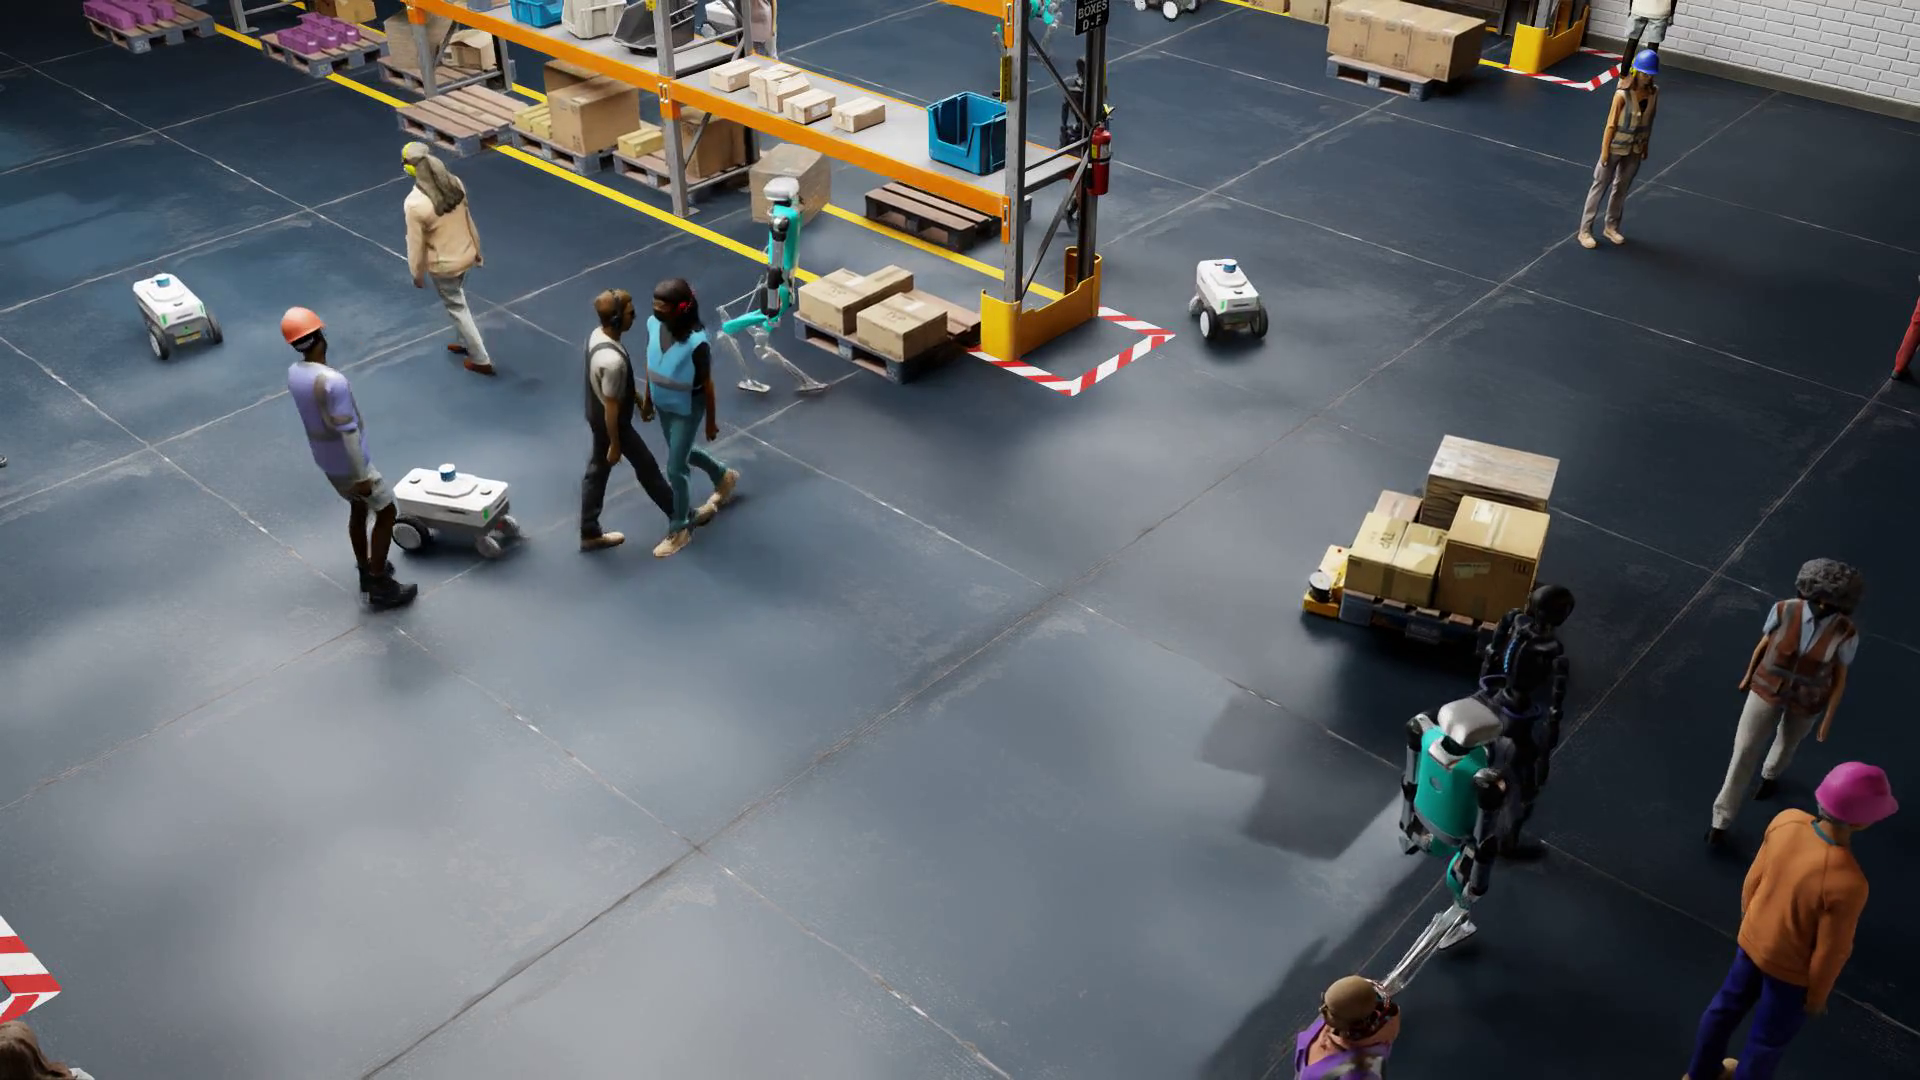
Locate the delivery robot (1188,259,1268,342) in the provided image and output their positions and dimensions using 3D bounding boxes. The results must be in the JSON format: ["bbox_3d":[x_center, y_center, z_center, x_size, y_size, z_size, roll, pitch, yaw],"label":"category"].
[{"bbox_3d":[2.153,-1.943,13.388,0.508,0.611,0.783,-5,35,-8],"label":"delivery robot"}]

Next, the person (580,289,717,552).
[{"bbox_3d":[-2.091,-0.761,10.567,0.952,1.797,0.505,-16,38,-22],"label":"person"}]

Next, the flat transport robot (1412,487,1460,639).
[{"bbox_3d":[3.194,0.156,10.584,0.659,0.231,1.431,7,35,11],"label":"flat transport robot"}]

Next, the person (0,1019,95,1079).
[{"bbox_3d":[-3.282,2.366,6.155,0.498,1.659,0.335,-16,38,-22],"label":"person"}]

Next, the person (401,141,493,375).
[{"bbox_3d":[-3.915,-2.108,12.472,0.715,1.848,0.571,17,38,23],"label":"person"}]

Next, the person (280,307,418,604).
[{"bbox_3d":[-3.739,-0.493,10.114,0.689,1.870,0.380,24,41,30],"label":"person"}]

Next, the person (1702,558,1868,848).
[{"bbox_3d":[4.194,0.806,8.430,0.453,1.637,0.846,20,39,26],"label":"person"}]

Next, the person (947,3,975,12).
[{"bbox_3d":[0.055,-7.307,20.094,0.505,1.754,0.346,24,41,30],"label":"person"}]

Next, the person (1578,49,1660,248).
[{"bbox_3d":[5.752,-3.370,14.374,0.471,1.771,0.351,-10,36,-15],"label":"person"}]

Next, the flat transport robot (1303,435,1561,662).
[{"bbox_3d":[2.913,0.363,10.284,1.431,0.231,0.659,15,37,20],"label":"flat transport robot"}]

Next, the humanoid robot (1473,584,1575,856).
[{"bbox_3d":[2.782,0.884,8.304,0.538,1.645,0.608,-12,36,-17],"label":"humanoid robot"}]

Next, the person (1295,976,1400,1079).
[{"bbox_3d":[1.413,2.246,6.309,0.348,1.688,0.488,2,35,3],"label":"person"}]

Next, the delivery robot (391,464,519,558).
[{"bbox_3d":[-3.325,-0.215,10.885,0.814,0.611,0.499,9,36,13],"label":"delivery robot"}]

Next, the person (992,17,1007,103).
[{"bbox_3d":[0.501,-5.519,17.353,0.386,1.931,0.545,-7,35,-10],"label":"person"}]

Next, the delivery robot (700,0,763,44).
[{"bbox_3d":[-2.592,-6.025,19.281,0.777,0.587,0.499,20,39,26],"label":"delivery robot"}]

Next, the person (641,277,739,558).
[{"bbox_3d":[-1.767,-0.857,10.678,0.525,1.840,0.865,26,42,32],"label":"person"}]

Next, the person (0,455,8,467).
[{"bbox_3d":[-6.940,-1.229,11.224,0.403,1.820,0.593,16,38,22],"label":"person"}]

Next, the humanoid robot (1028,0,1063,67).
[{"bbox_3d":[0.878,-6.118,18.417,0.725,1.811,0.534,0,35,0],"label":"humanoid robot"}]

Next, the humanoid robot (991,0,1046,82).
[{"bbox_3d":[0.624,-5.750,17.839,0.822,1.754,0.540,16,38,22],"label":"humanoid robot"}]

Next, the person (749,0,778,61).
[{"bbox_3d":[-2.116,-5.416,17.432,0.437,1.656,0.286,13,37,18],"label":"person"}]

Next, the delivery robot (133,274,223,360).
[{"bbox_3d":[-6.248,-1.818,13.188,0.499,0.590,0.789,-26,42,-32],"label":"delivery robot"}]

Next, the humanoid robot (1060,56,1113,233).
[{"bbox_3d":[1.082,-3.463,14.592,0.618,1.642,0.379,-27,43,-33],"label":"humanoid robot"}]

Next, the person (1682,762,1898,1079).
[{"bbox_3d":[3.417,1.694,6.849,0.393,1.981,0.515,-8,35,-11],"label":"person"}]

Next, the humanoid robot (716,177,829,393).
[{"bbox_3d":[-1.450,-1.794,12.117,0.909,1.759,0.544,6,35,8],"label":"humanoid robot"}]

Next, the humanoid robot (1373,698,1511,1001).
[{"bbox_3d":[2.313,1.356,7.552,1.031,1.719,0.549,-19,39,-26],"label":"humanoid robot"}]

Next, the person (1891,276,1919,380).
[{"bbox_3d":[7.387,-1.950,12.326,0.516,1.756,0.340,26,42,32],"label":"person"}]

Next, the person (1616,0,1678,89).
[{"bbox_3d":[7.334,-5.593,17.658,0.532,1.692,0.319,25,42,31],"label":"person"}]

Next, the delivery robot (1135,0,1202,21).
[{"bbox_3d":[2.534,-6.657,20.203,0.770,0.595,0.499,27,43,33],"label":"delivery robot"}]
